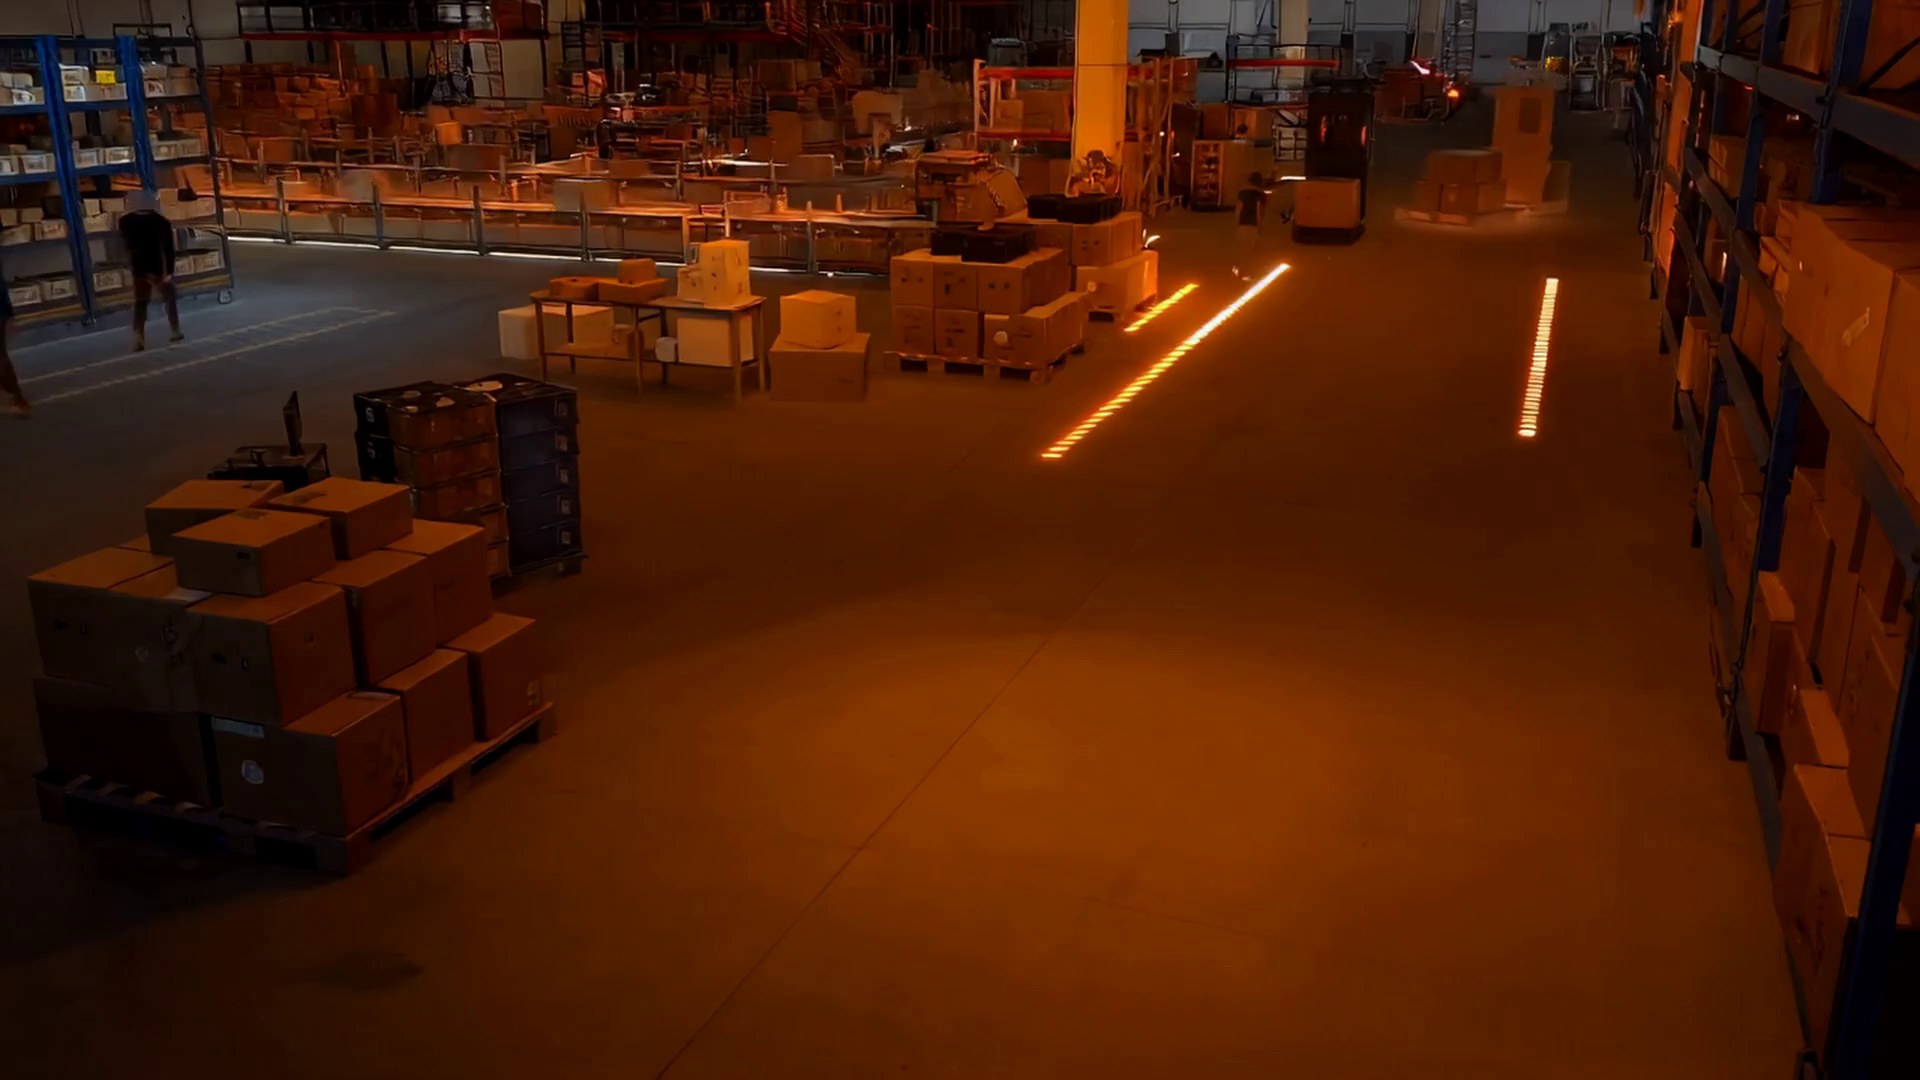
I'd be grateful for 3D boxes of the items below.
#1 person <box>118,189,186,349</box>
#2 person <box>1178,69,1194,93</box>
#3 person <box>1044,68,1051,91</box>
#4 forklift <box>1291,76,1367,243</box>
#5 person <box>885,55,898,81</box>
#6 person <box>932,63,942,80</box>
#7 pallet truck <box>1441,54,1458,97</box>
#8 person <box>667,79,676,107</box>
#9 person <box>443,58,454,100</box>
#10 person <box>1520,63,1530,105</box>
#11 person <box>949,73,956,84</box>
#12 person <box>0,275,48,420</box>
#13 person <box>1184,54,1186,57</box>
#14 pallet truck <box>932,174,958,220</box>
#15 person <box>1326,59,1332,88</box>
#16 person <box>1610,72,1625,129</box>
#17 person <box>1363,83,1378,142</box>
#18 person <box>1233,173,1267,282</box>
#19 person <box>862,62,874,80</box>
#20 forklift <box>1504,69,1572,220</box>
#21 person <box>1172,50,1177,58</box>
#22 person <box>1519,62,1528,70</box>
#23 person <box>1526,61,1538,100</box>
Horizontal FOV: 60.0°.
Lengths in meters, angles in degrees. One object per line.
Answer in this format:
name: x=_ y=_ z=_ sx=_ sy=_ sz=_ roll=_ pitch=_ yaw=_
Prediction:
person: x=-9.778 y=-3.271 z=20.056 sx=0.640 sy=1.882 sz=0.839 roll=-1 pitch=18 yaw=-2
person: x=7.852 y=-15.215 z=57.327 sx=0.915 sy=2.000 sz=0.709 roll=10 pitch=20 yaw=30
person: x=4.311 y=-23.659 z=84.022 sx=0.629 sy=1.940 sz=0.379 roll=-4 pitch=18 yaw=-13
forklift: x=6.598 y=-6.755 z=29.381 sx=1.129 sy=2.768 sz=1.873 roll=6 pitch=19 yaw=19
person: x=-3.418 y=-23.093 z=82.456 sx=0.635 sy=1.821 sz=0.776 roll=2 pitch=18 yaw=5
person: x=-1.008 y=-18.851 z=69.057 sx=0.573 sy=1.850 sz=0.450 roll=-7 pitch=19 yaw=-21
pallet truck: x=22.765 y=-21.886 z=78.355 sx=0.823 sy=1.965 sz=1.885 roll=-4 pitch=18 yaw=-14
person: x=-9.579 y=-14.432 z=55.327 sx=0.337 sy=1.759 sz=0.525 roll=-1 pitch=18 yaw=-4
person: x=-23.257 y=-20.895 z=75.444 sx=0.426 sy=1.869 sz=0.621 roll=5 pitch=18 yaw=15
person: x=24.371 y=-19.732 z=71.996 sx=0.538 sy=1.747 sz=0.639 roll=13 pitch=22 yaw=36
person: x=-0.173 y=-15.329 z=58.003 sx=0.782 sy=1.841 sz=0.549 roll=-9 pitch=20 yaw=-27
person: x=-9.662 y=-2.146 z=16.404 sx=0.988 sy=1.960 sz=0.617 roll=1 pitch=18 yaw=3
person: x=11.115 y=-23.027 z=82.111 sx=0.867 sy=1.893 sz=0.604 roll=3 pitch=18 yaw=8
pallet truck: x=-0.507 y=-5.292 z=27.348 sx=0.653 sy=1.274 sz=1.630 roll=6 pitch=19 yaw=19
person: x=16.472 y=-20.469 z=74.031 sx=0.376 sy=1.924 sz=0.597 roll=-5 pitch=18 yaw=-15
person: x=22.689 y=-15.096 z=57.201 sx=0.636 sy=1.891 sz=0.612 roll=-6 pitch=18 yaw=-17
person: x=12.706 y=-13.267 z=51.603 sx=0.585 sy=1.800 sz=0.856 roll=-11 pitch=21 yaw=-30
person: x=4.340 y=-4.686 z=24.938 sx=0.525 sy=1.605 sz=0.388 roll=15 pitch=23 yaw=40
person: x=-3.548 y=-17.359 z=64.057 sx=0.372 sy=2.044 sz=0.607 roll=16 pitch=23 yaw=40
forklift: x=11.139 y=-7.792 z=32.638 sx=1.873 sy=2.768 sz=1.129 roll=-15 pitch=23 yaw=-39
person: x=11.579 y=-25.436 z=89.679 sx=0.564 sy=1.888 sz=0.963 roll=-13 pitch=22 yaw=-35
person: x=26.345 y=-21.563 z=77.903 sx=0.533 sy=1.653 sz=0.862 roll=12 pitch=21 yaw=34
person: x=25.964 y=-20.841 z=75.500 sx=0.328 sy=1.733 sz=0.521 roll=-4 pitch=18 yaw=-14
